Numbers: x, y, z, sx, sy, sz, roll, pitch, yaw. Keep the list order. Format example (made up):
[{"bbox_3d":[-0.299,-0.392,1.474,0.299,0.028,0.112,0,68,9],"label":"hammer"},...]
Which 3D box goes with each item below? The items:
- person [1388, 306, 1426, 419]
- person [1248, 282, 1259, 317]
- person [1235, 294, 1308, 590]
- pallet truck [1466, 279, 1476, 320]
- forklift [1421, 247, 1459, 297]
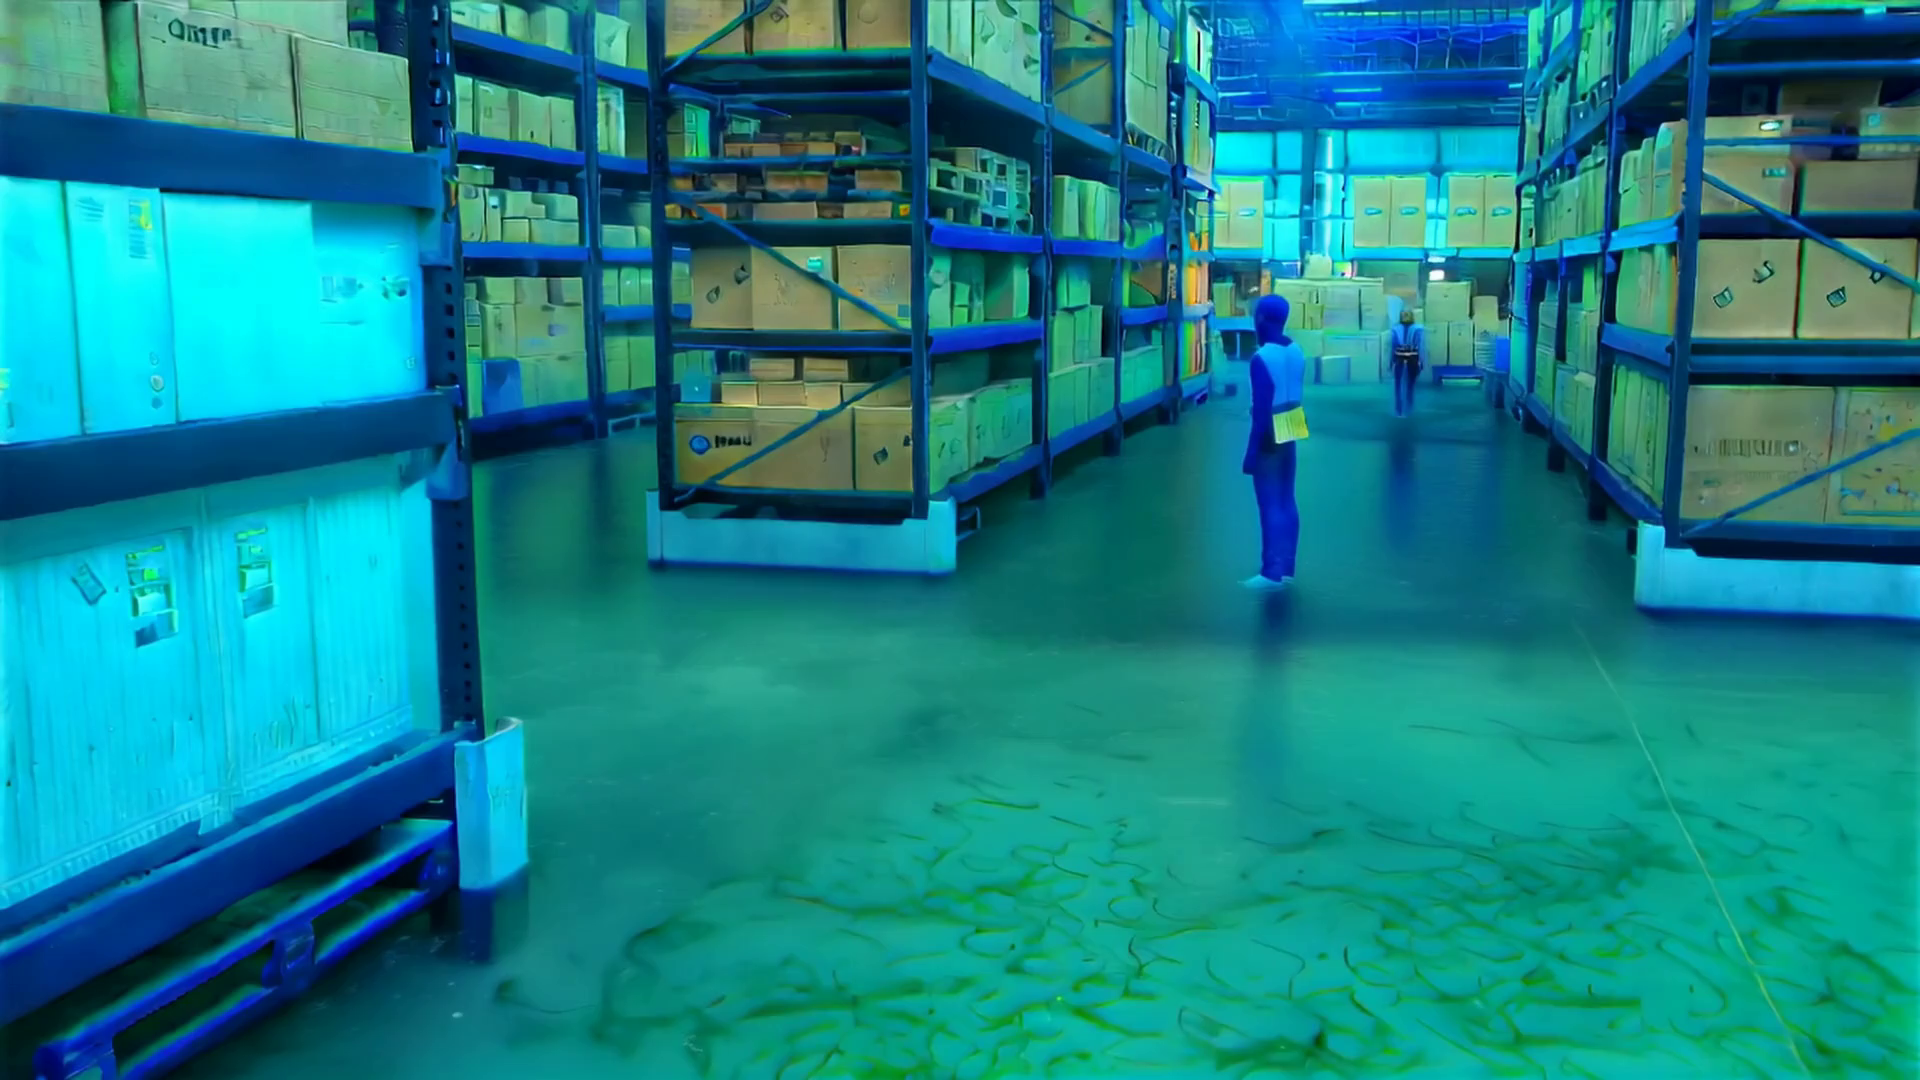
[{"bbox_3d":[6.438,-2.552,23.950,0.532,1.624,0.456,4,10,22],"label":"person"},{"bbox_3d":[9.833,-7.610,55.230,0.916,1.909,0.638,0,9,0],"label":"person"},{"bbox_3d":[2.044,-0.629,10.815,0.390,1.920,0.587,6,11,35],"label":"person"},{"bbox_3d":[18.896,-8.459,60.307,1.885,1.965,0.823,5,10,31],"label":"pallet truck"},{"bbox_3d":[12.457,-6.235,43.383,1.129,2.768,1.873,2,9,15],"label":"forklift"}]
